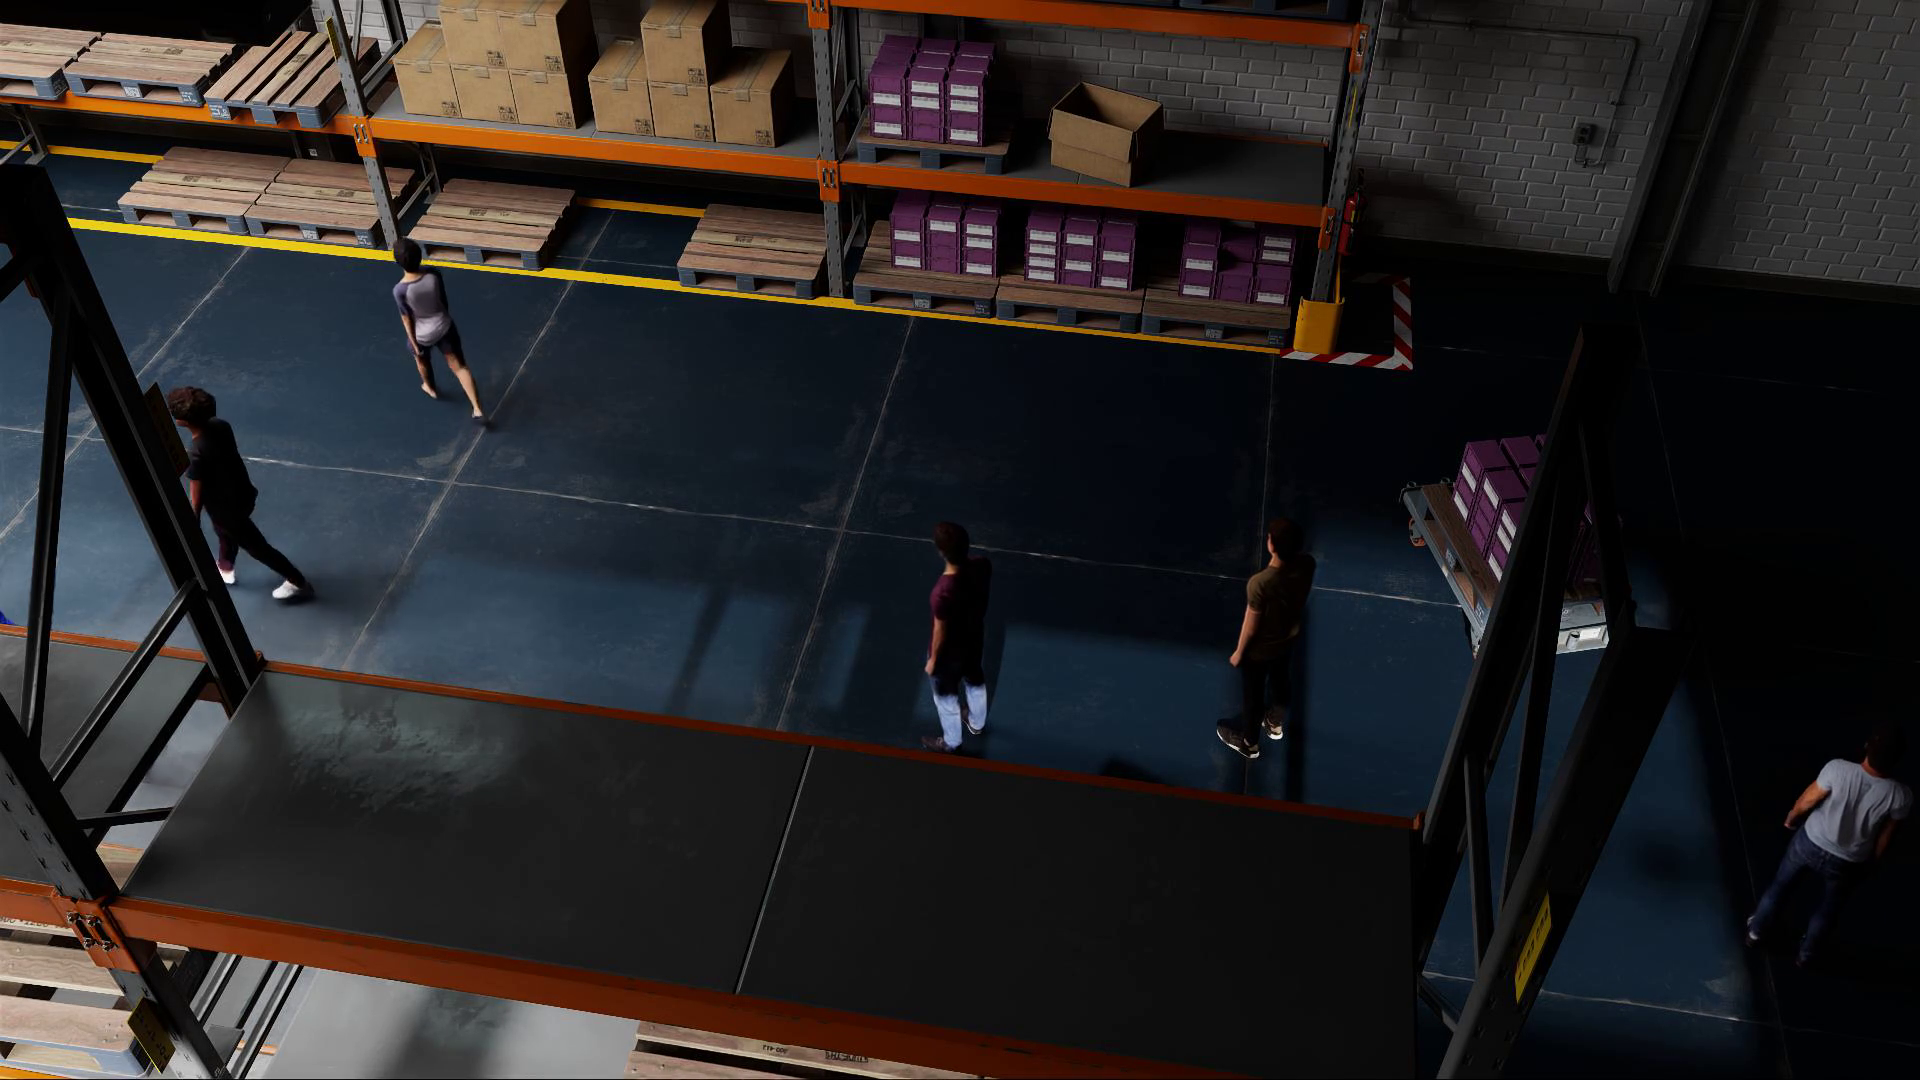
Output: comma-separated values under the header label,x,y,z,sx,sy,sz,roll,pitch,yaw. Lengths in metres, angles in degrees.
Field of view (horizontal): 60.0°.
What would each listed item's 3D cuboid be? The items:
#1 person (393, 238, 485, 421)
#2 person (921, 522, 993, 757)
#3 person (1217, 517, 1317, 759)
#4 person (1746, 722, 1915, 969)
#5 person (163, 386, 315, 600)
label,x,y,z,sx,sy,sz,roll,pitch,yaw
person,-3.937,-1.557,12.526,0.987,1.532,1.063,-27,50,-25
person,-0.015,0.606,10.027,0.725,1.847,0.737,28,50,27
person,1.868,0.592,10.040,0.744,1.851,0.793,-28,50,-26
person,4.656,1.661,8.911,0.687,1.860,0.815,26,50,25
person,-4.767,-0.257,11.010,1.134,1.742,0.781,-2,44,-2
